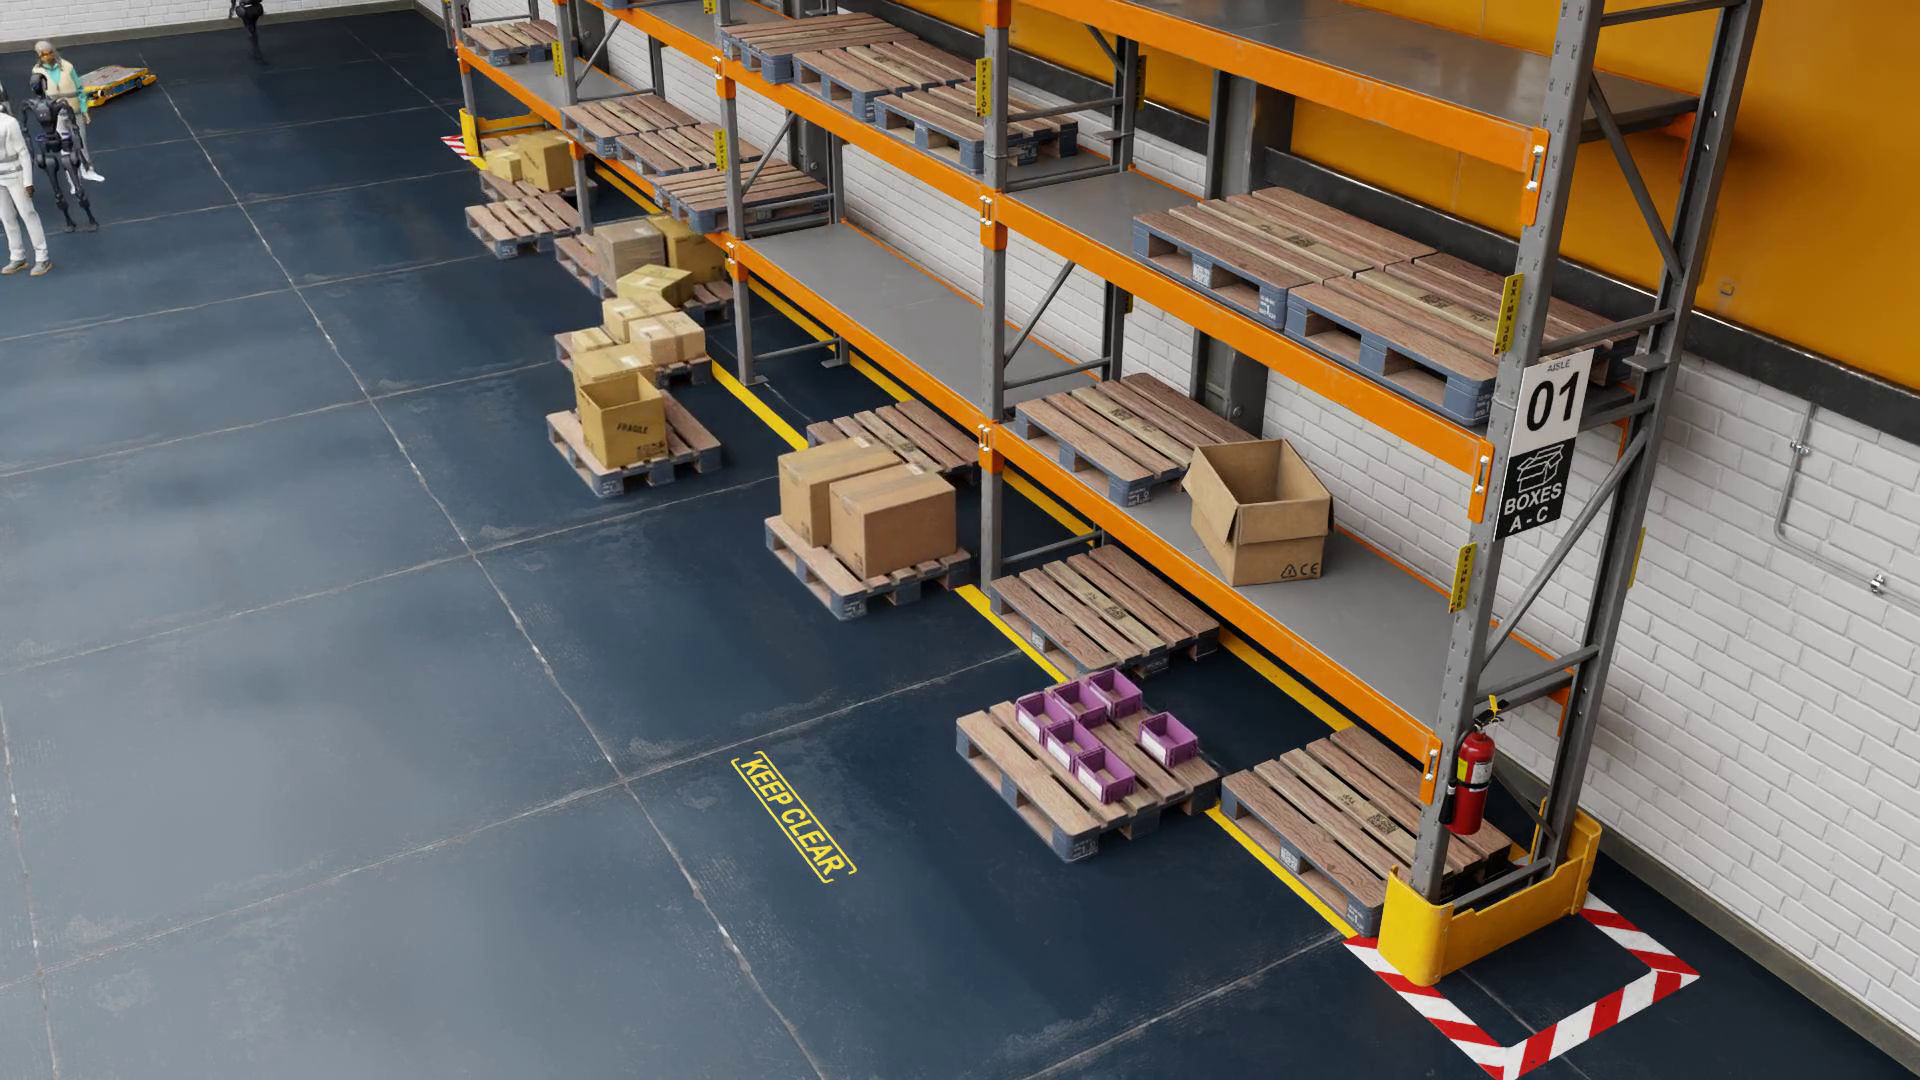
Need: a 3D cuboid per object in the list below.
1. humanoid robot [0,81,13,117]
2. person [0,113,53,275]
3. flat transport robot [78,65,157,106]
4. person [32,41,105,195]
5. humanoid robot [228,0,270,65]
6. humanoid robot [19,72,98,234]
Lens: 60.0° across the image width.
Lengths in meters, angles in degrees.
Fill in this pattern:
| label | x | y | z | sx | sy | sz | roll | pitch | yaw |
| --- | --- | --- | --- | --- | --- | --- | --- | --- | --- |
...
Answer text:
| label | x | y | z | sx | sy | sz | roll | pitch | yaw |
| --- | --- | --- | --- | --- | --- | --- | --- | --- | --- |
| humanoid robot | -10.560 | -4.519 | 18.142 | 0.530 | 1.818 | 0.694 | -23 | 37 | -34 |
| person | -9.279 | -3.503 | 16.179 | 0.573 | 1.884 | 0.357 | 5 | 30 | 9 |
| flat transport robot | -11.570 | -6.129 | 22.453 | 0.659 | 0.231 | 1.431 | 4 | 30 | 8 |
| person | -10.014 | -4.763 | 18.616 | 0.489 | 1.671 | 0.629 | -18 | 34 | -29 |
| humanoid robot | -10.164 | -7.624 | 23.688 | 0.498 | 1.655 | 0.616 | 11 | 31 | 18 |
| humanoid robot | -9.394 | -4.010 | 17.273 | 0.585 | 1.650 | 0.385 | -8 | 30 | -13 |
